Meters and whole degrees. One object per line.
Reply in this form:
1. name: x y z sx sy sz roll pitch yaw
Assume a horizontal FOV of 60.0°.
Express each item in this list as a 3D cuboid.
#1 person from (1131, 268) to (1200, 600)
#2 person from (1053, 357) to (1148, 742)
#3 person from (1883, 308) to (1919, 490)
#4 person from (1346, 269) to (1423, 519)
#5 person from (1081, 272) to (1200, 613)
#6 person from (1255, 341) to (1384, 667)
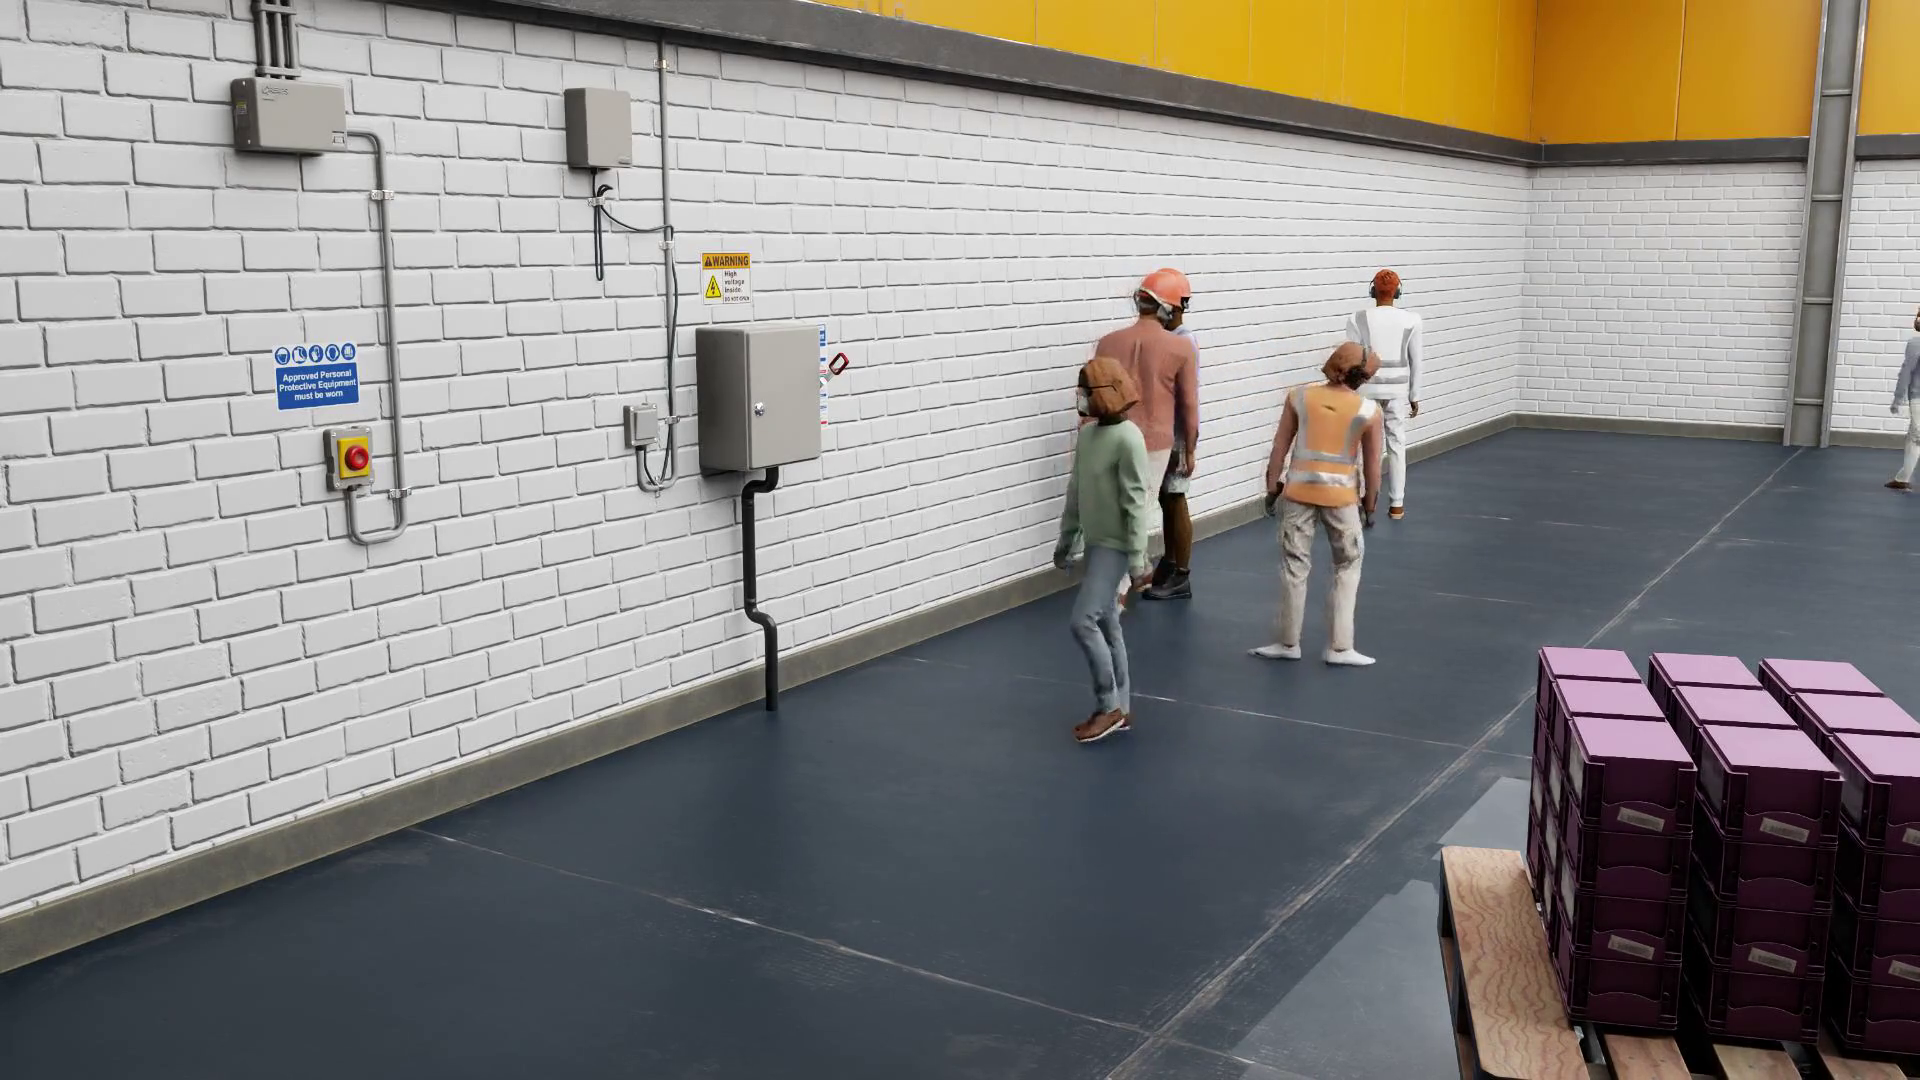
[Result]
1. person: 1.215 -0.614 9.757 0.357 1.938 0.542 -1 10 -5
2. person: 0.554 0.047 6.974 0.439 1.620 0.514 -3 11 -18
3. person: 7.995 -1.154 13.698 0.511 1.605 0.801 -4 11 -19
4. person: 3.176 -1.092 12.550 0.586 1.882 0.341 1 10 4
5. person: 1.031 -0.562 9.540 0.670 1.928 1.024 5 11 26
6. person: 1.769 -0.179 8.255 0.617 1.612 0.326 4 11 20
